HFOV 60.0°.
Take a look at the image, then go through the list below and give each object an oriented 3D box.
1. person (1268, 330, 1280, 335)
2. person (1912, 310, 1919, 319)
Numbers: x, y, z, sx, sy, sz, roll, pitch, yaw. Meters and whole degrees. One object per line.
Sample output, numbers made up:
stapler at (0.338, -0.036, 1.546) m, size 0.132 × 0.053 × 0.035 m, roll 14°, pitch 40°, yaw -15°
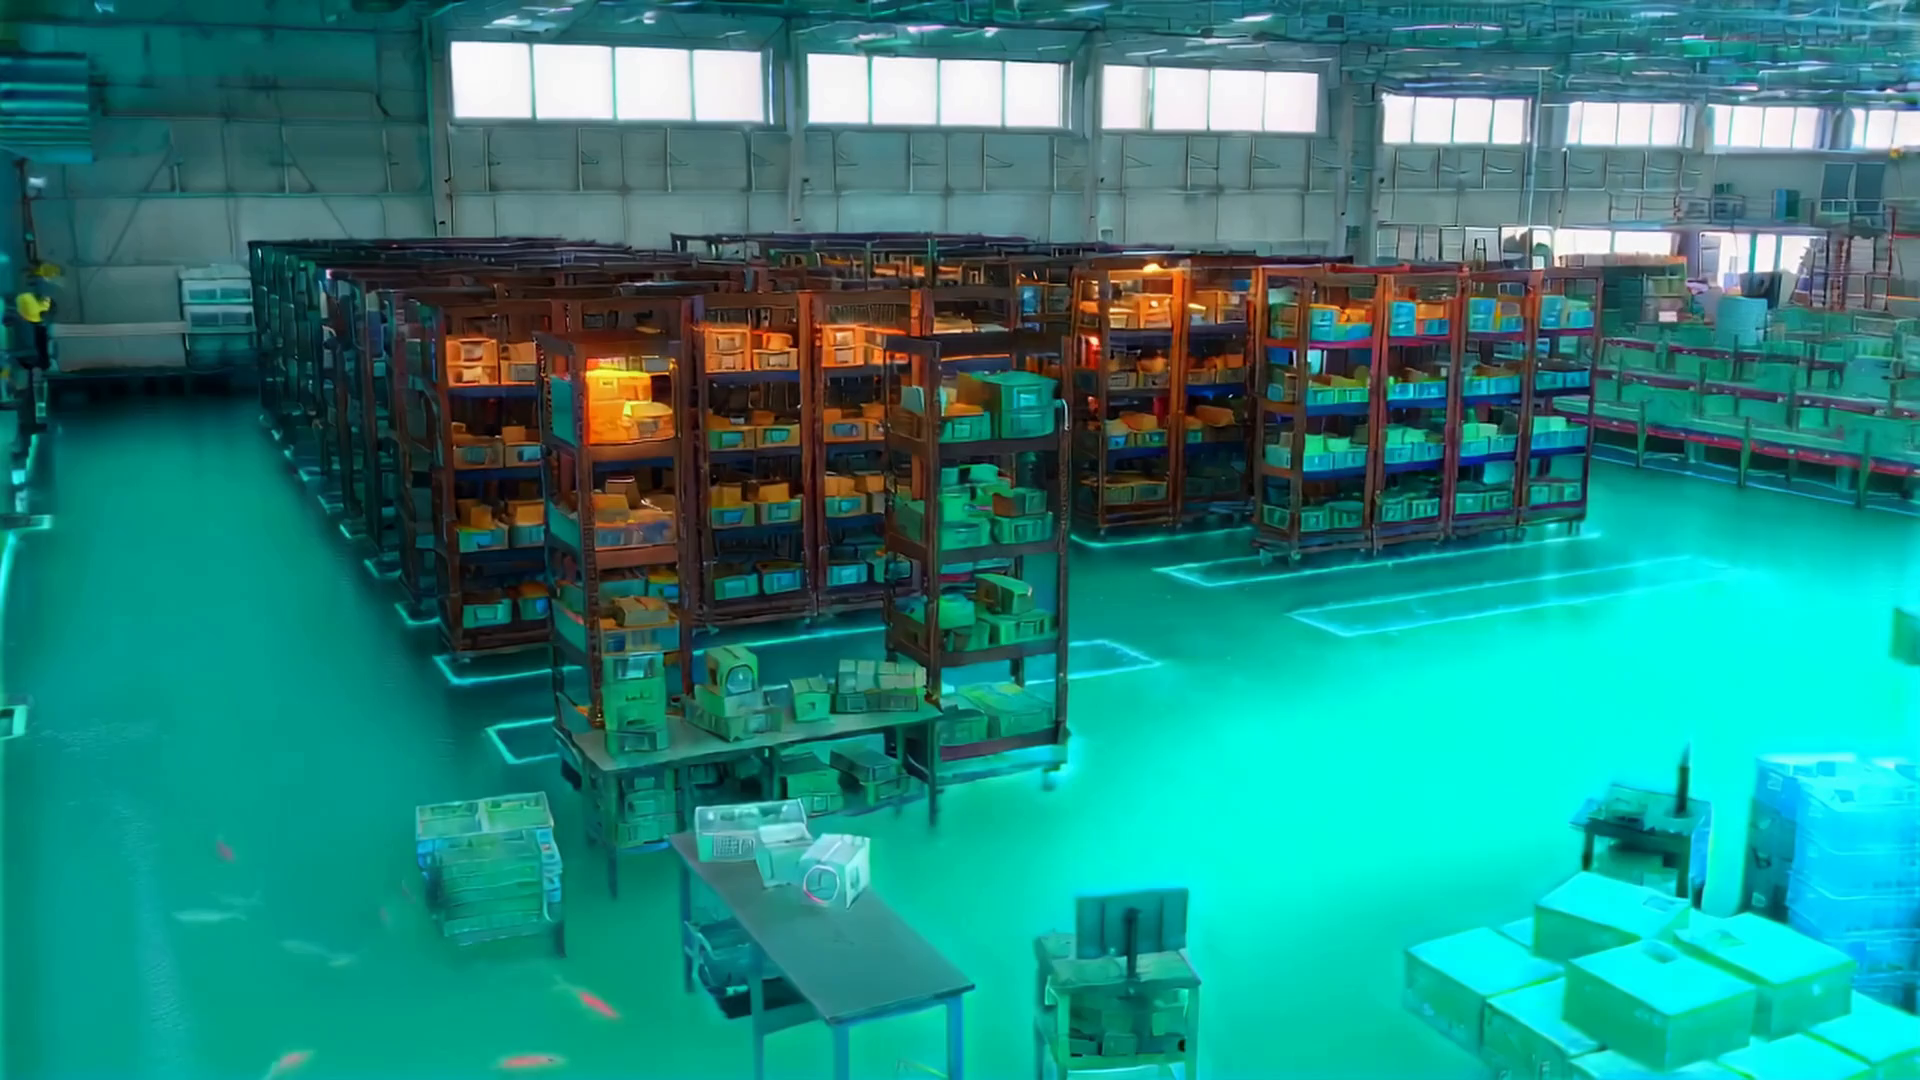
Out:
person at (8.457, -5.815, 45.437) m, size 0.540 × 1.717 × 0.935 m, roll 8°, pitch 14°, yaw 33°
person at (33.665, -8.479, 57.899) m, size 0.512 × 1.708 × 0.825 m, roll -7°, pitch 14°, yaw -28°
